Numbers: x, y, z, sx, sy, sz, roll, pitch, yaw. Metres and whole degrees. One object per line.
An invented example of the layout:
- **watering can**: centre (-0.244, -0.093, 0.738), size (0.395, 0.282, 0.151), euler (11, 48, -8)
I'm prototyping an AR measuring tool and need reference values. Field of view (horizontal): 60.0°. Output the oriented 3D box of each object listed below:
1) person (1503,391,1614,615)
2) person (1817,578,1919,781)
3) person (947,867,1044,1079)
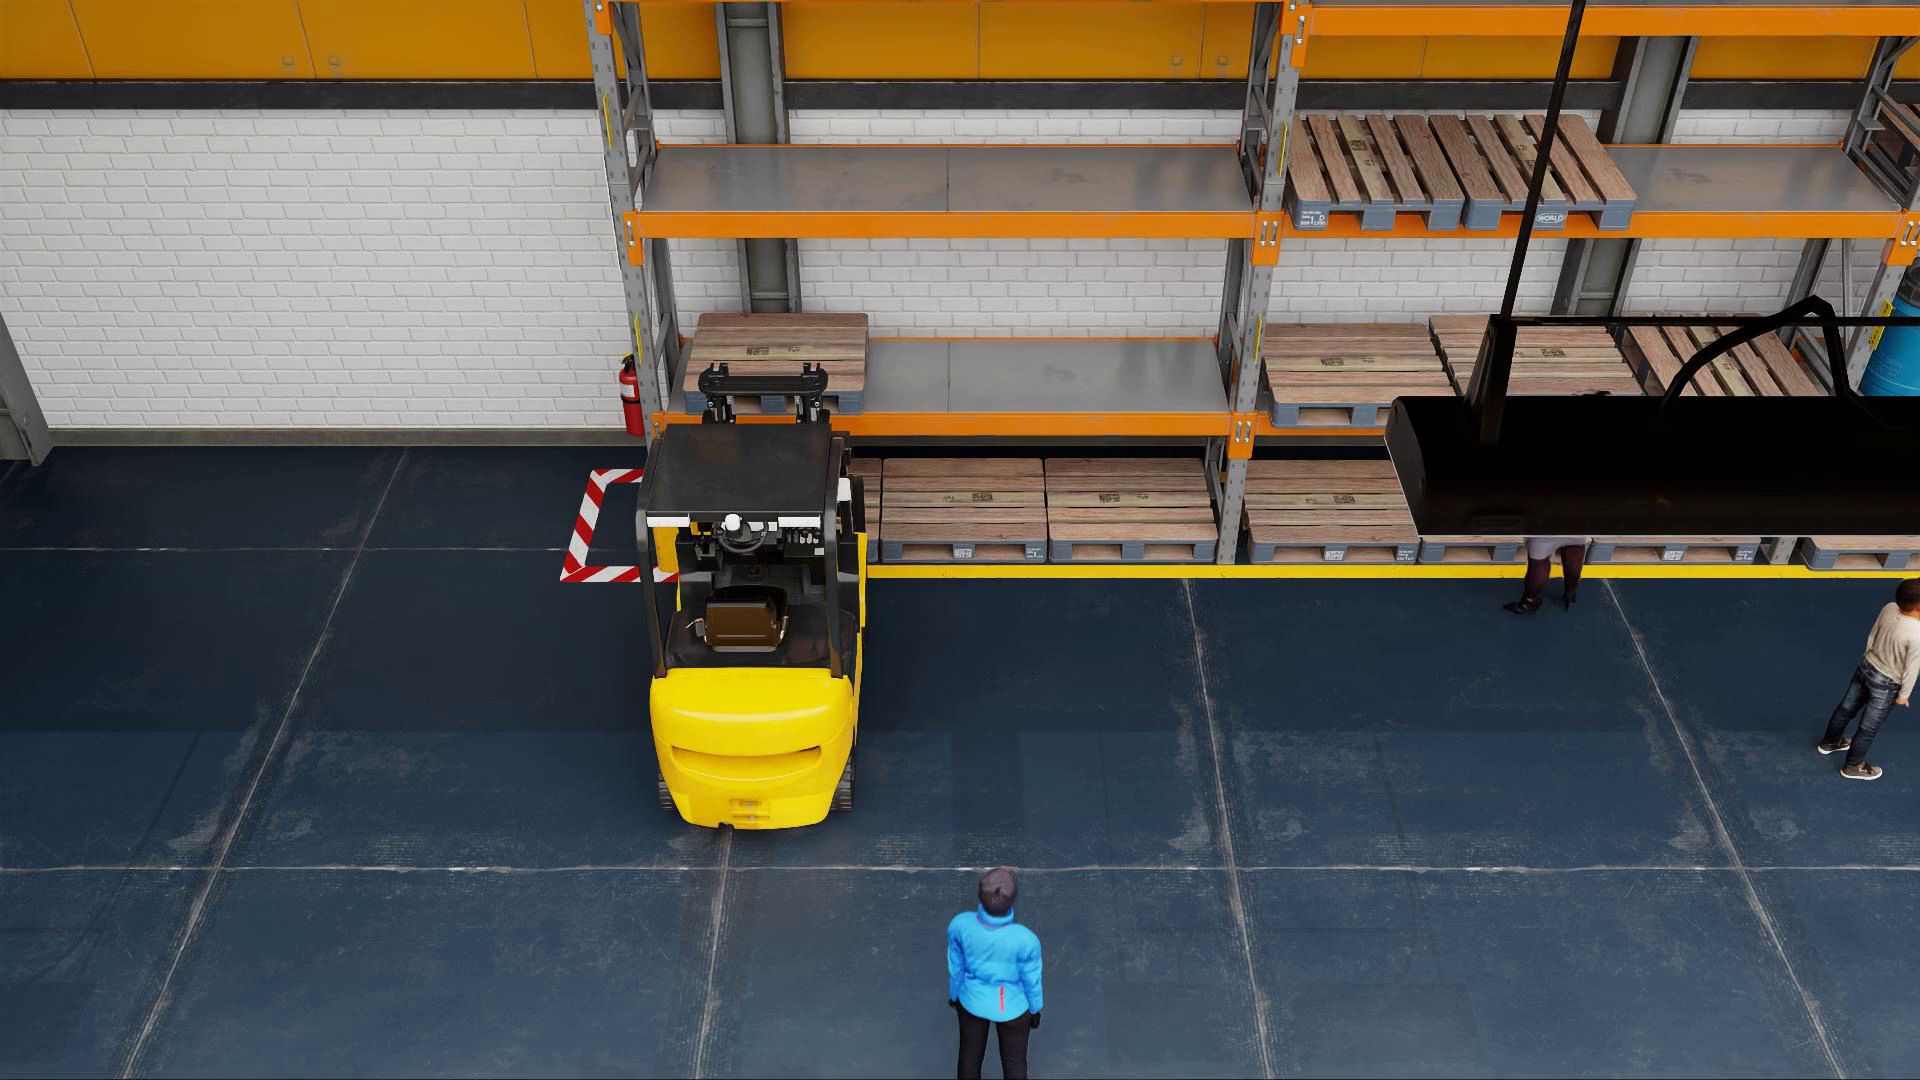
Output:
- **person**: centre (4.004, -0.196, 11.091), size (0.724, 1.735, 0.881), euler (-26, 45, -29)
- **person**: centre (5.554, 0.819, 10.039), size (0.567, 1.463, 0.586), euler (-7, 39, -9)
- **person**: centre (0.156, 2.226, 8.013), size (0.560, 1.794, 0.731), euler (10, 40, 12)
